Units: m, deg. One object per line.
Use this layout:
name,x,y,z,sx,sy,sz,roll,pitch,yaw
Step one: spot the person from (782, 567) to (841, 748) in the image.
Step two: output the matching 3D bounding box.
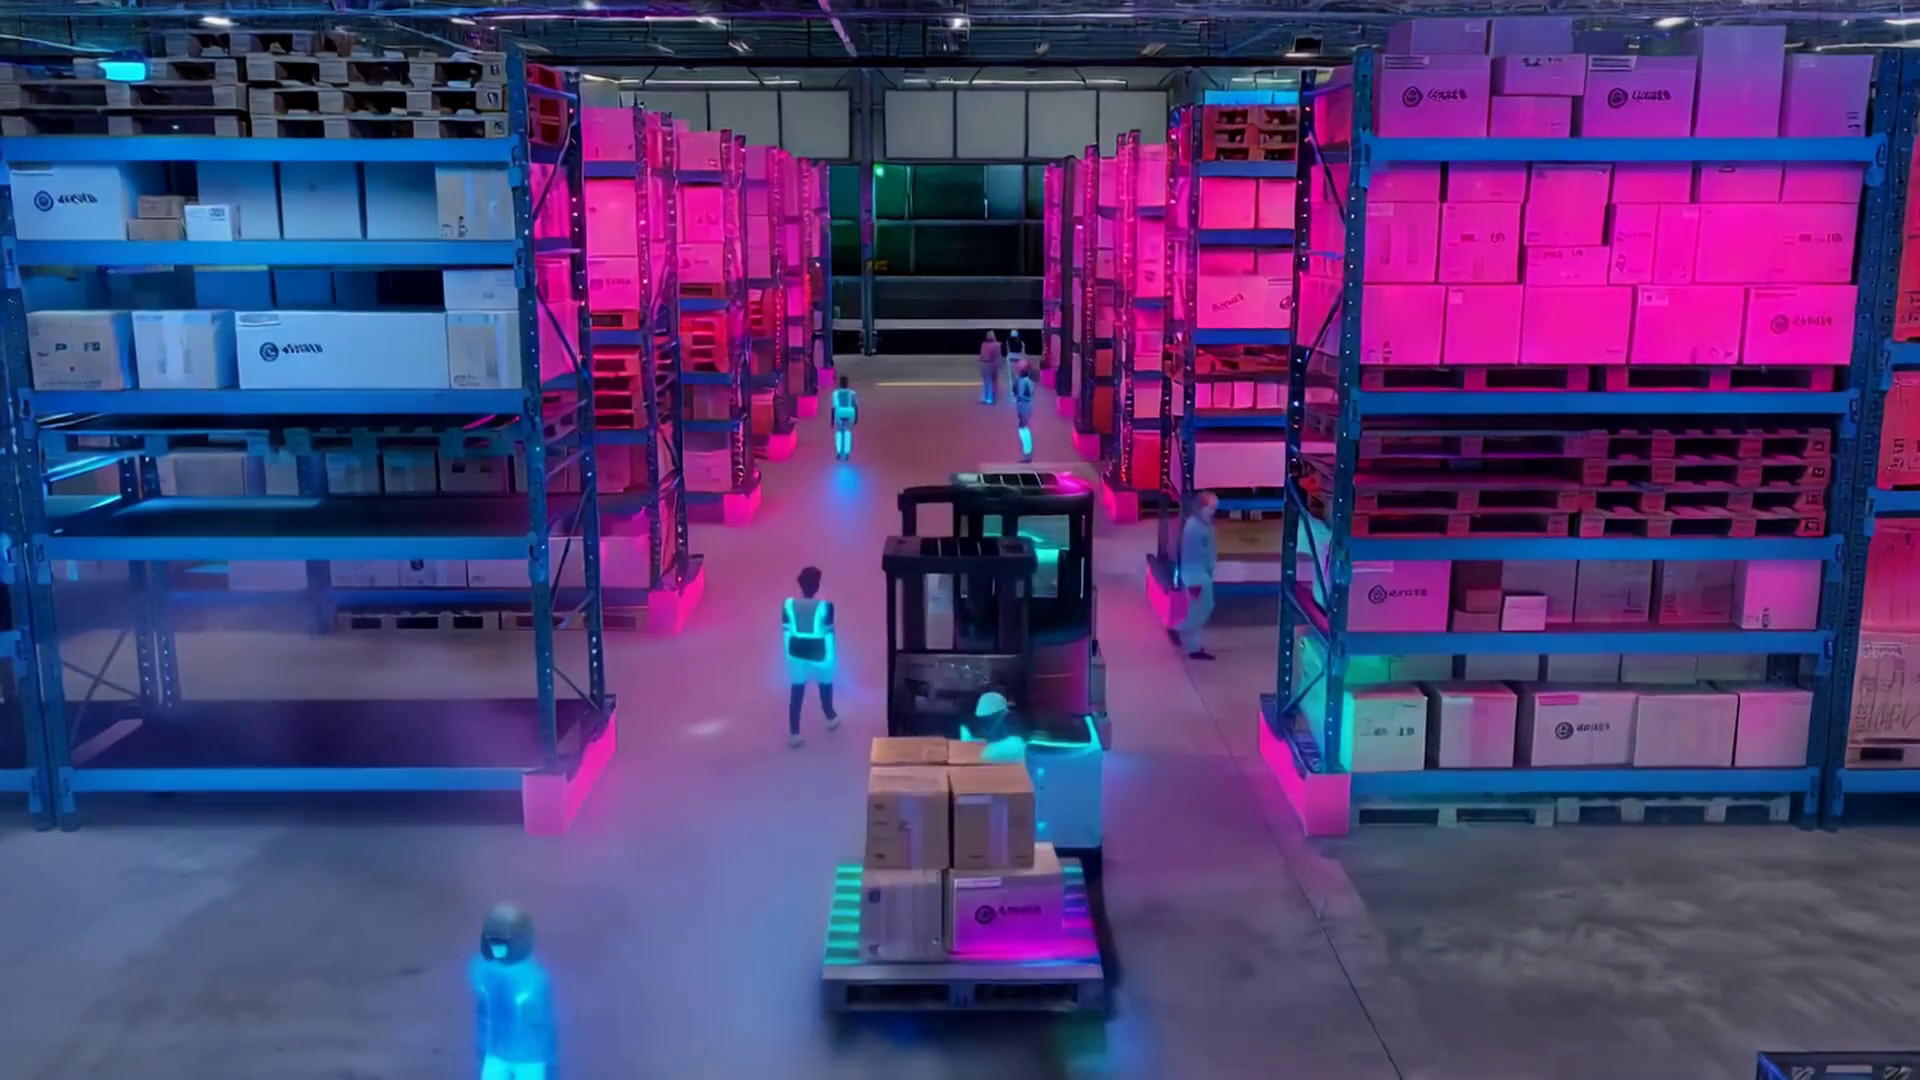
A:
person,-1.380,1.055,15.512,0.551,1.643,0.856,4,12,18

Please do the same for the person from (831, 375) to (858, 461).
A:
person,-2.258,-2.399,32.591,0.535,1.680,0.574,0,11,-2

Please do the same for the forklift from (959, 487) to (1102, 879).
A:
forklift,0.495,0.986,12.813,1.129,2.768,1.873,0,11,-2

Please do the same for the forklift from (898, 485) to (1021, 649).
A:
forklift,-0.005,0.974,12.872,1.129,2.768,1.873,0,11,0

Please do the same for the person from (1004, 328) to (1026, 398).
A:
person,1.425,-4.588,43.153,0.566,1.796,0.990,0,11,2

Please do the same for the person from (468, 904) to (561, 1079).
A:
person,-2.181,2.559,8.161,0.507,1.621,0.342,2,12,11

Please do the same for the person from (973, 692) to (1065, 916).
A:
person,0.342,1.895,11.217,0.801,1.720,0.578,5,12,22

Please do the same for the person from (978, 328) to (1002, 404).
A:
person,0.743,-4.364,41.749,0.407,1.910,0.639,-11,16,-44

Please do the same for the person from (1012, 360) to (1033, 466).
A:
person,1.196,-2.445,31.942,0.407,2.035,0.601,2,12,10

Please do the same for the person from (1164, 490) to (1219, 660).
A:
person,2.570,0.376,18.297,0.554,1.891,0.665,4,12,20
